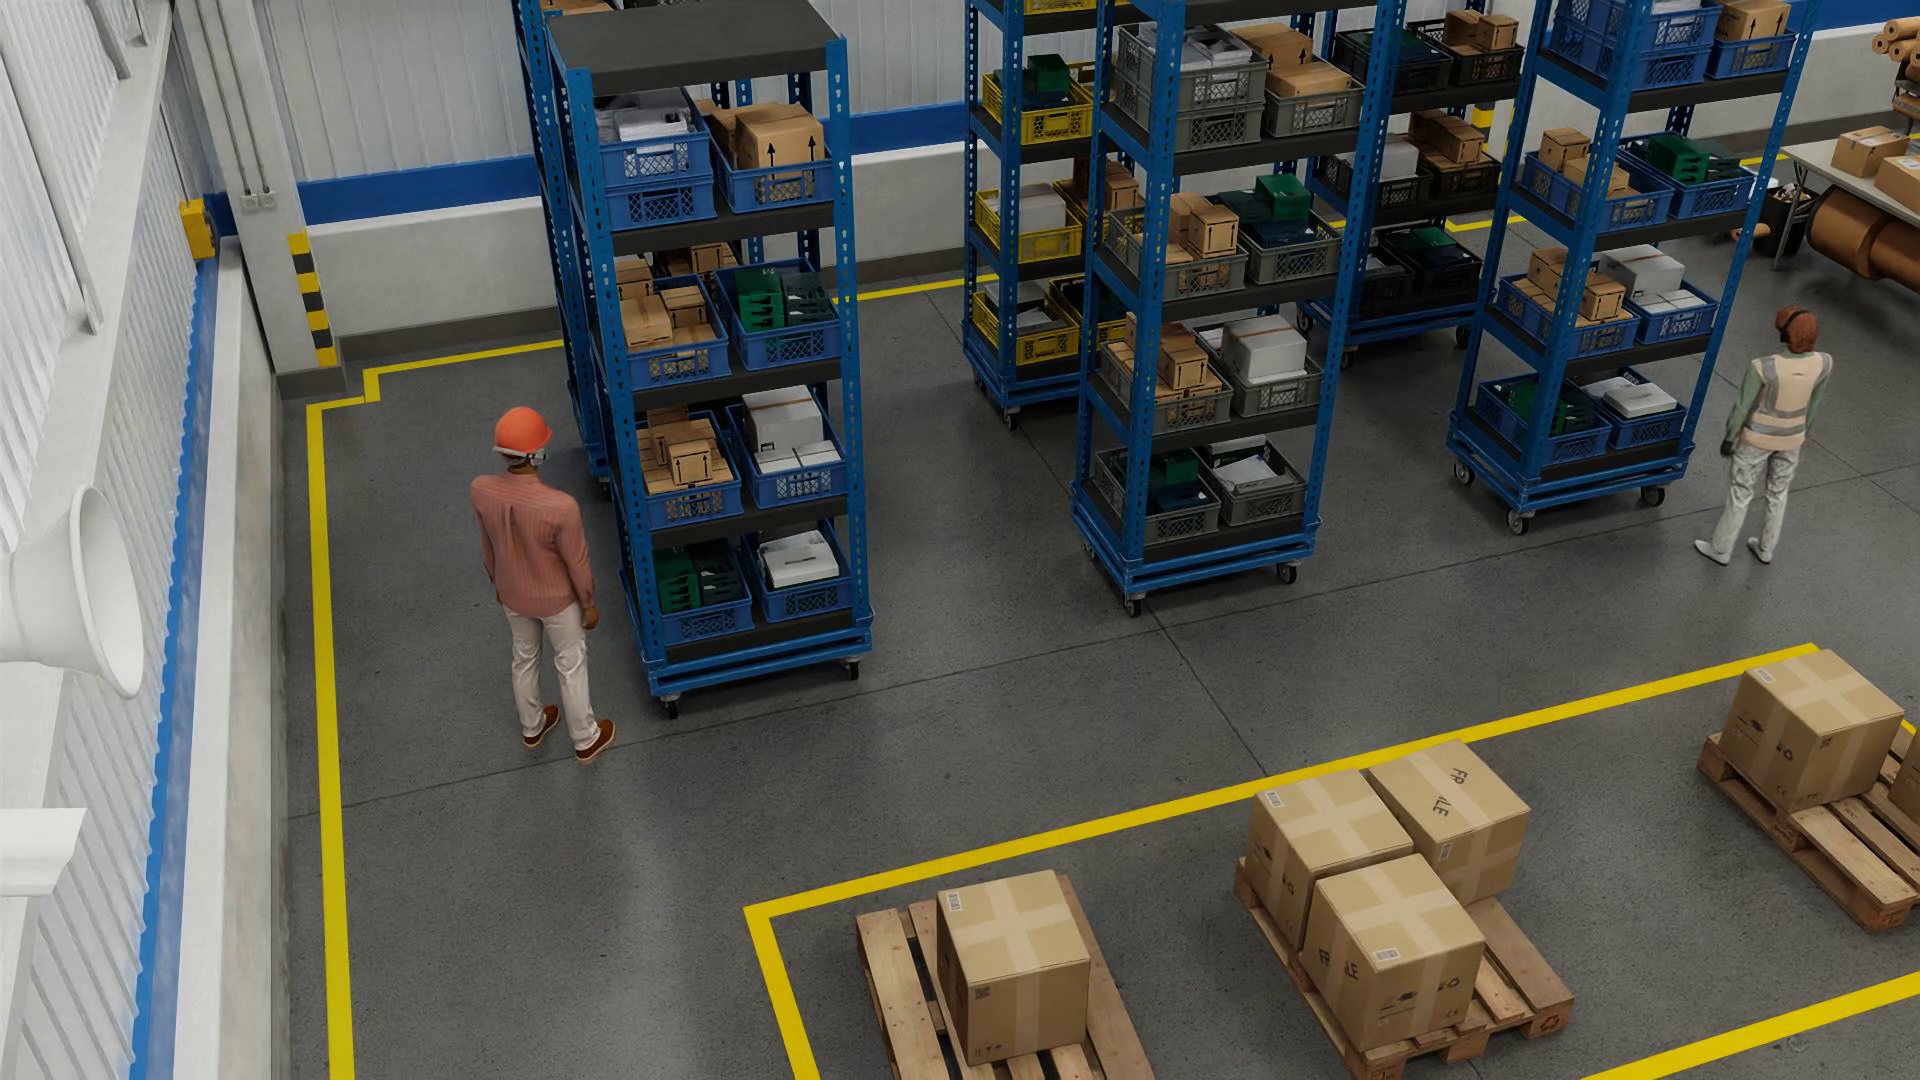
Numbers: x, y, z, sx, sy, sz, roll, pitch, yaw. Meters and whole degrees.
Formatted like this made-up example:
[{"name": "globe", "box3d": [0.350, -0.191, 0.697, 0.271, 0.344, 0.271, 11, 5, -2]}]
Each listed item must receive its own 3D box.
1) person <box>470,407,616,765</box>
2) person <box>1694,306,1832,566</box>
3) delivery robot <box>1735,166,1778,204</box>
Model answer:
[{"name": "person", "box3d": [-2.057, 0.232, 8.231, 0.611, 1.985, 0.415, 12, 37, 17]}, {"name": "person", "box3d": [4.706, -0.589, 9.703, 0.528, 1.628, 0.323, -4, 35, -5]}, {"name": "delivery robot", "box3d": [6.409, -2.848, 13.746, 0.707, 0.478, 0.477, -21, 40, -27]}]
